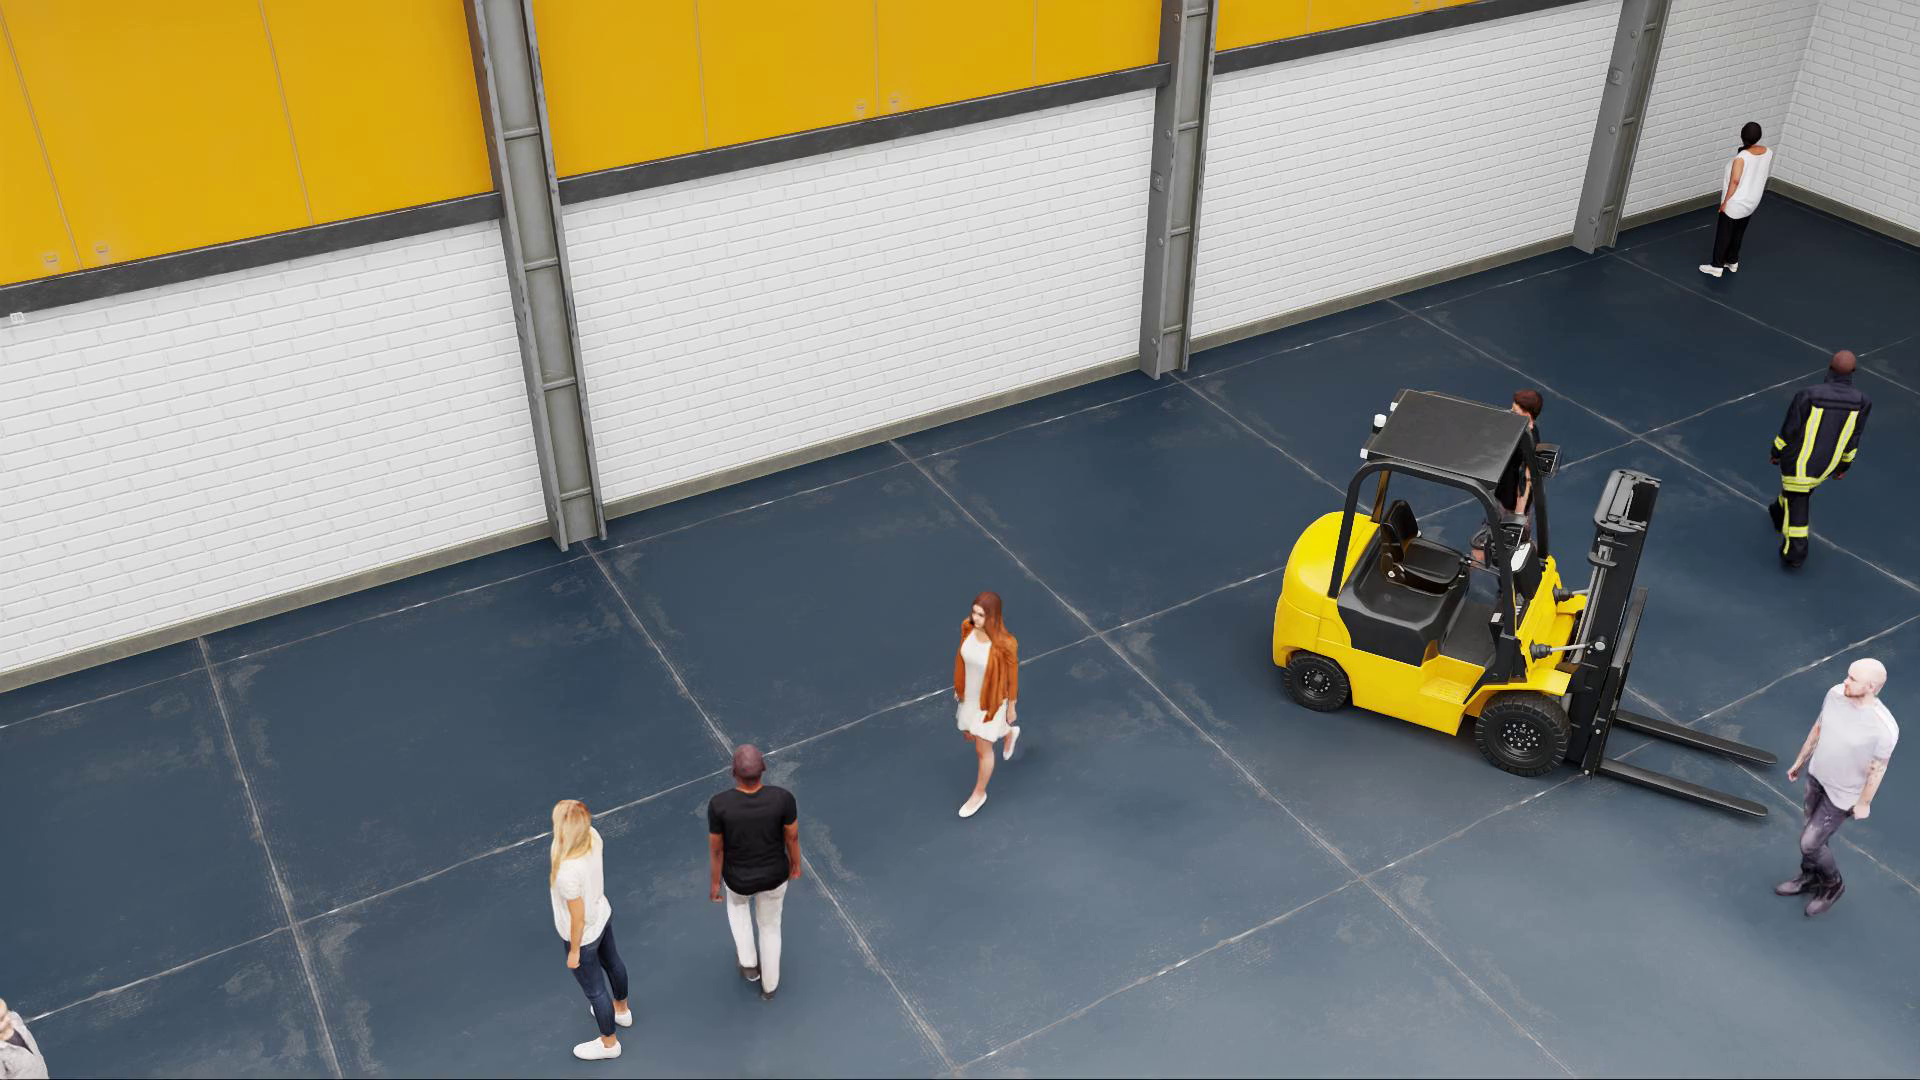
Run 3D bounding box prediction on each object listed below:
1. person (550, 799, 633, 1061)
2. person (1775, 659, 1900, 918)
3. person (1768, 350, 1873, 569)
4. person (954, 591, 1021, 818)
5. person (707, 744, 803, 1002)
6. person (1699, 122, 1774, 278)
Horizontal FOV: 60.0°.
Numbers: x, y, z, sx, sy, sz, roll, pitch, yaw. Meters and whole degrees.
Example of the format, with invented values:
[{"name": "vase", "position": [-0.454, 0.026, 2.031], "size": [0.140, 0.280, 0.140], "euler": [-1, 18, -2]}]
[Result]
[{"name": "person", "position": [-2.018, 2.111, 9.069], "size": [0.698, 1.809, 0.668], "euler": [5, 34, 7]}, {"name": "person", "position": [5.371, 1.463, 10.040], "size": [0.777, 1.813, 0.773], "euler": [-7, 34, -11]}, {"name": "person", "position": [6.797, -0.635, 13.224], "size": [1.247, 1.783, 1.225], "euler": [4, 34, 5]}, {"name": "person", "position": [0.212, 0.986, 10.855], "size": [0.791, 1.705, 1.018], "euler": [27, 42, 34]}, {"name": "person", "position": [-1.141, 1.942, 9.339], "size": [0.729, 1.793, 0.848], "euler": [-5, 34, -8]}, {"name": "person", "position": [8.366, -3.672, 17.880], "size": [0.567, 1.687, 0.727], "euler": [-14, 36, -20]}]
